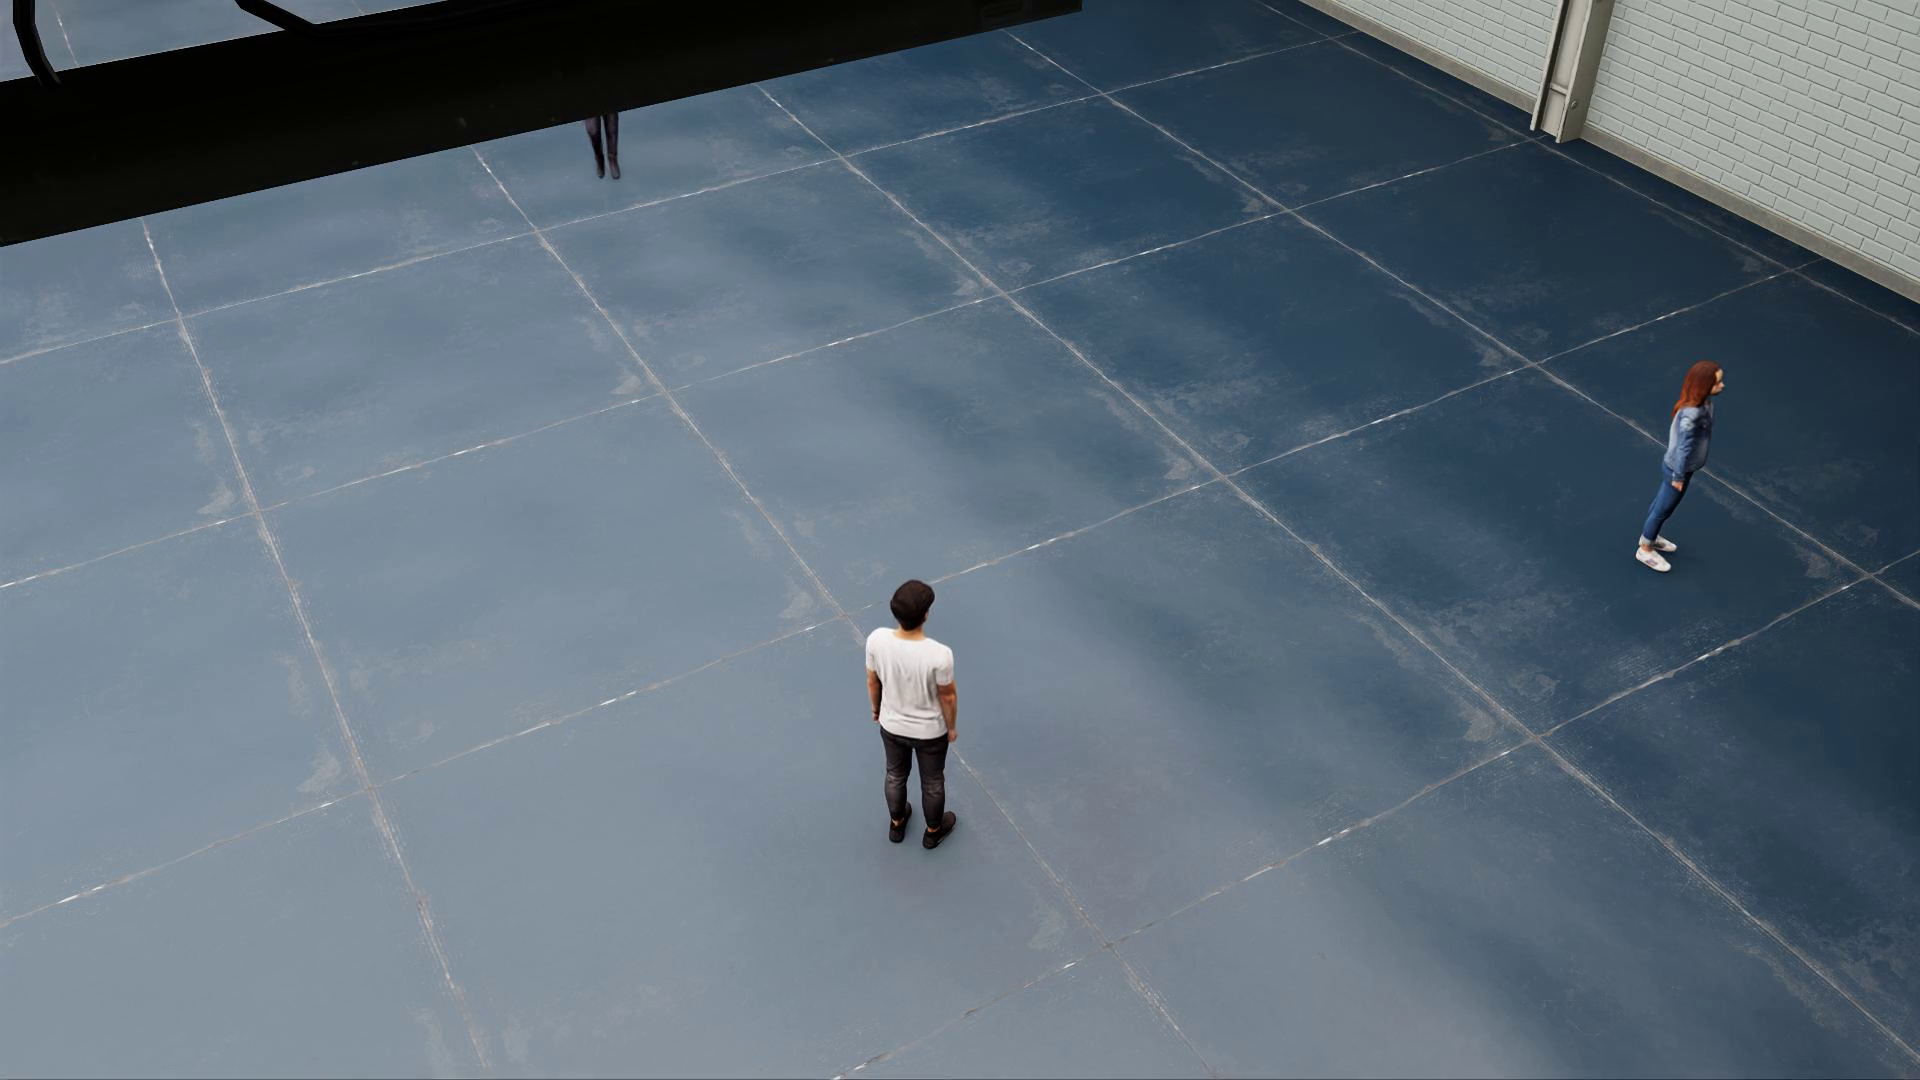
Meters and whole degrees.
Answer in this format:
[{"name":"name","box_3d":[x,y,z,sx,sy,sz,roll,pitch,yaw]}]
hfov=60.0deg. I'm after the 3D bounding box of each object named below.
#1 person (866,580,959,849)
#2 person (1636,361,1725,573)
[{"name":"person","box_3d":[-0.247,0.912,8.621,0.674,1.721,0.755,12,40,15]},{"name":"person","box_3d":[4.596,-0.494,10.616,0.656,1.477,0.643,19,42,23]}]
